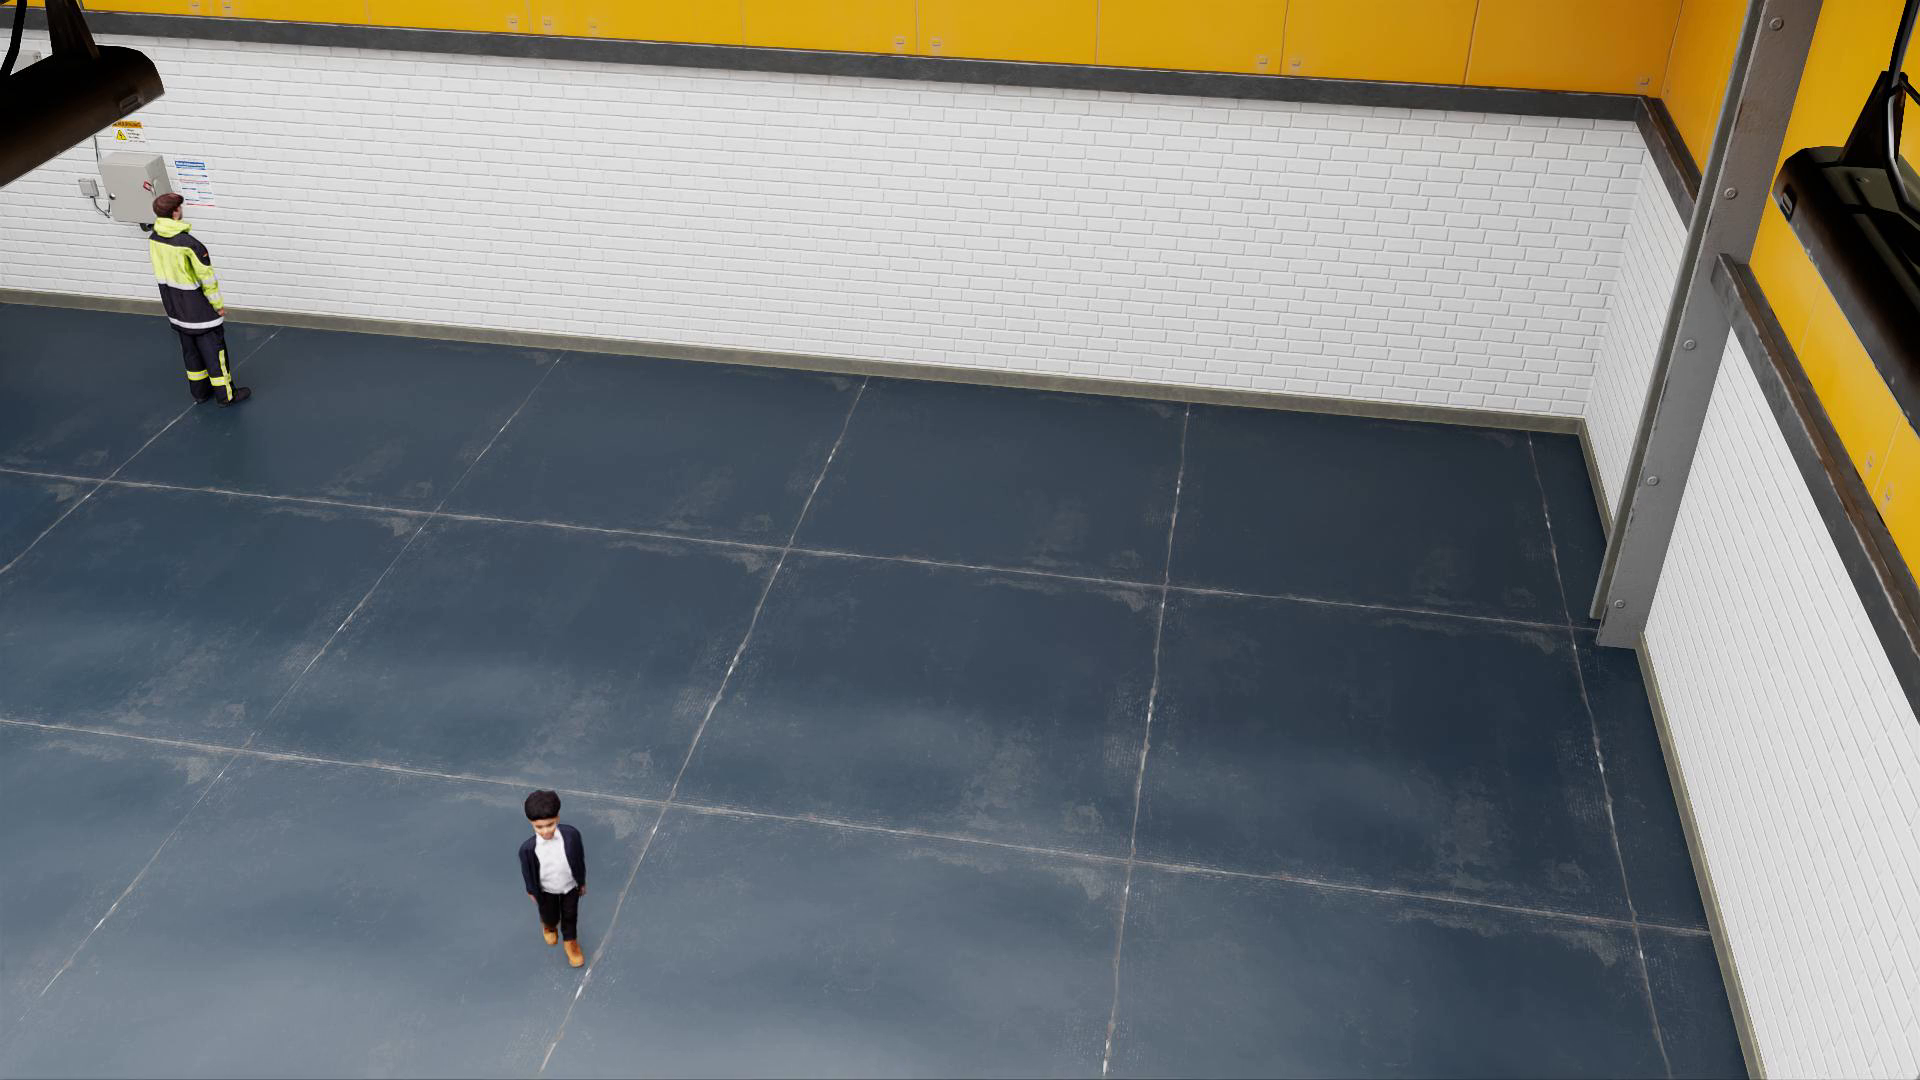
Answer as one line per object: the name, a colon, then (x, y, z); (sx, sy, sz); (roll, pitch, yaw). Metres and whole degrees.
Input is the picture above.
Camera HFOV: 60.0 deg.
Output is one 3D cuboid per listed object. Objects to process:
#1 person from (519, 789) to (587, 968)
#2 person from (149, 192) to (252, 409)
person: (-2.295, 1.870, 9.407); (0.656, 1.217, 0.725); (-14, 36, -20)
person: (-6.809, -2.132, 14.737); (0.823, 1.981, 0.719); (12, 36, 18)
